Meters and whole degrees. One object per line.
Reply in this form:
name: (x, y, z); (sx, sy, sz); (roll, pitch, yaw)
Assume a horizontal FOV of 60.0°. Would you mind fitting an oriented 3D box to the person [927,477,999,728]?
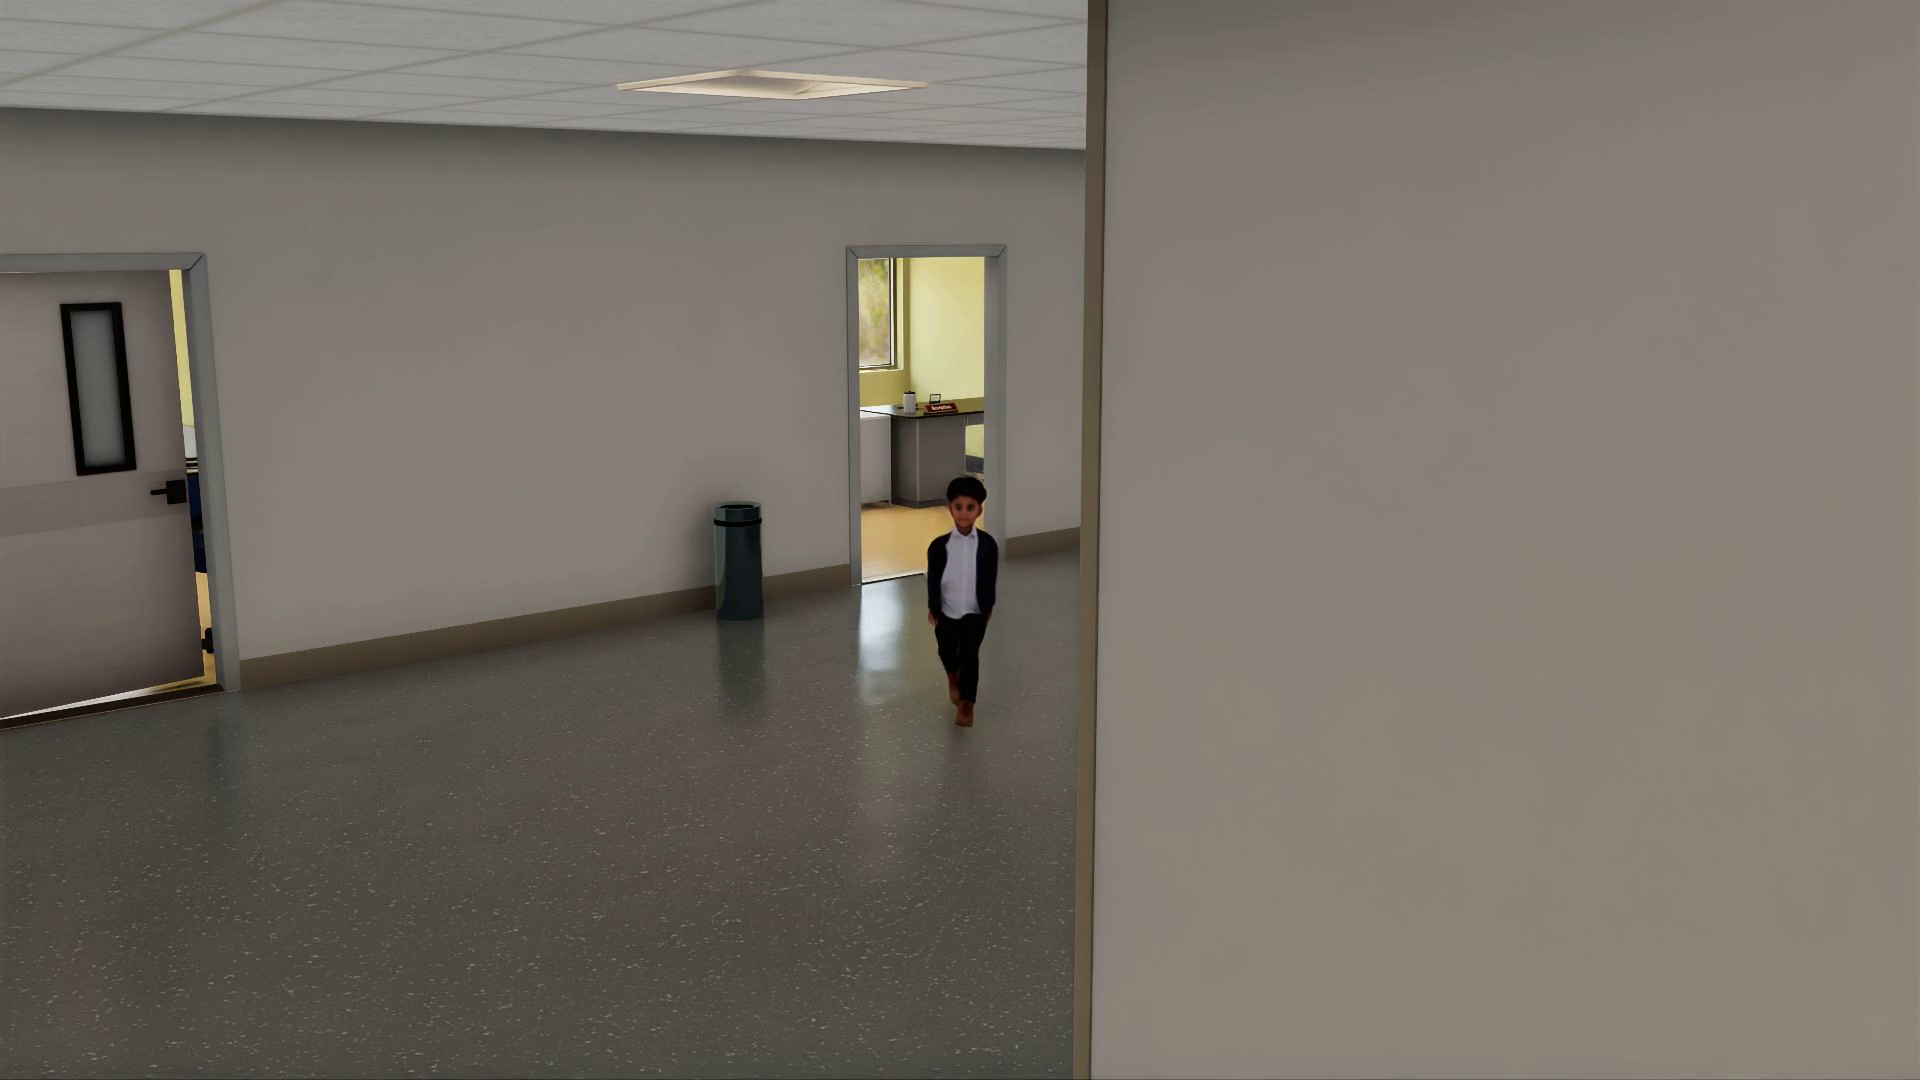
person: (-0.001, 0.288, 8.244); (0.822, 1.210, 0.870); (1, 11, 3)
